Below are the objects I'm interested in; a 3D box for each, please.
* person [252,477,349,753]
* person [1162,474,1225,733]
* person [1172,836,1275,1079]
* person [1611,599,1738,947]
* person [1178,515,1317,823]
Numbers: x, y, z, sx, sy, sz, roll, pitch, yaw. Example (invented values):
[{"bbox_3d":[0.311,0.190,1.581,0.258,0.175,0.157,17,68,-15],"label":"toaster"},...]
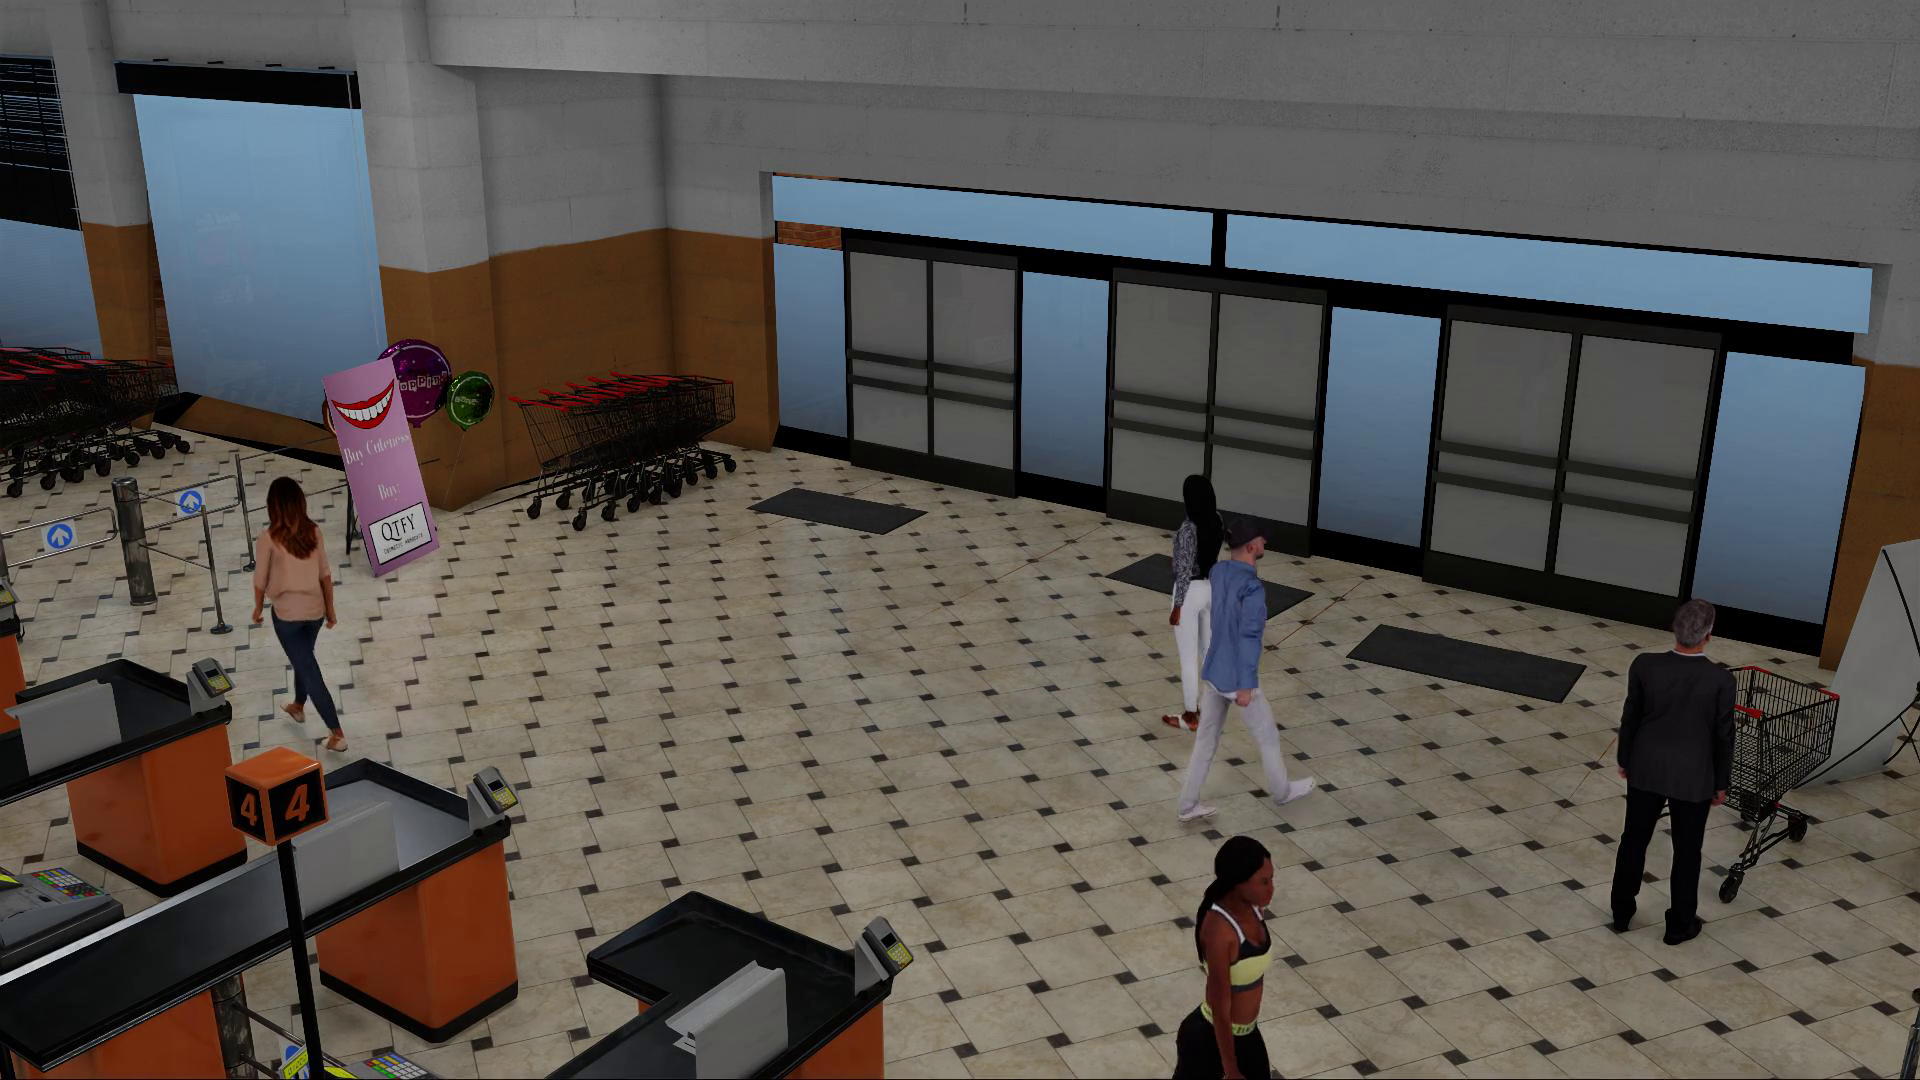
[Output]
[{"bbox_3d":[-4.111,0.519,10.433,0.714,1.741,1.078,15,24,37],"label":"person"},{"bbox_3d":[1.533,0.394,10.831,0.678,1.722,0.482,16,24,39],"label":"person"},{"bbox_3d":[0.909,1.916,6.358,0.657,1.696,1.096,13,23,35],"label":"person"},{"bbox_3d":[3.593,1.157,8.383,0.697,1.842,0.573,12,22,33],"label":"person"},{"bbox_3d":[1.493,0.789,9.480,1.234,1.839,1.042,-8,20,-23],"label":"person"}]
